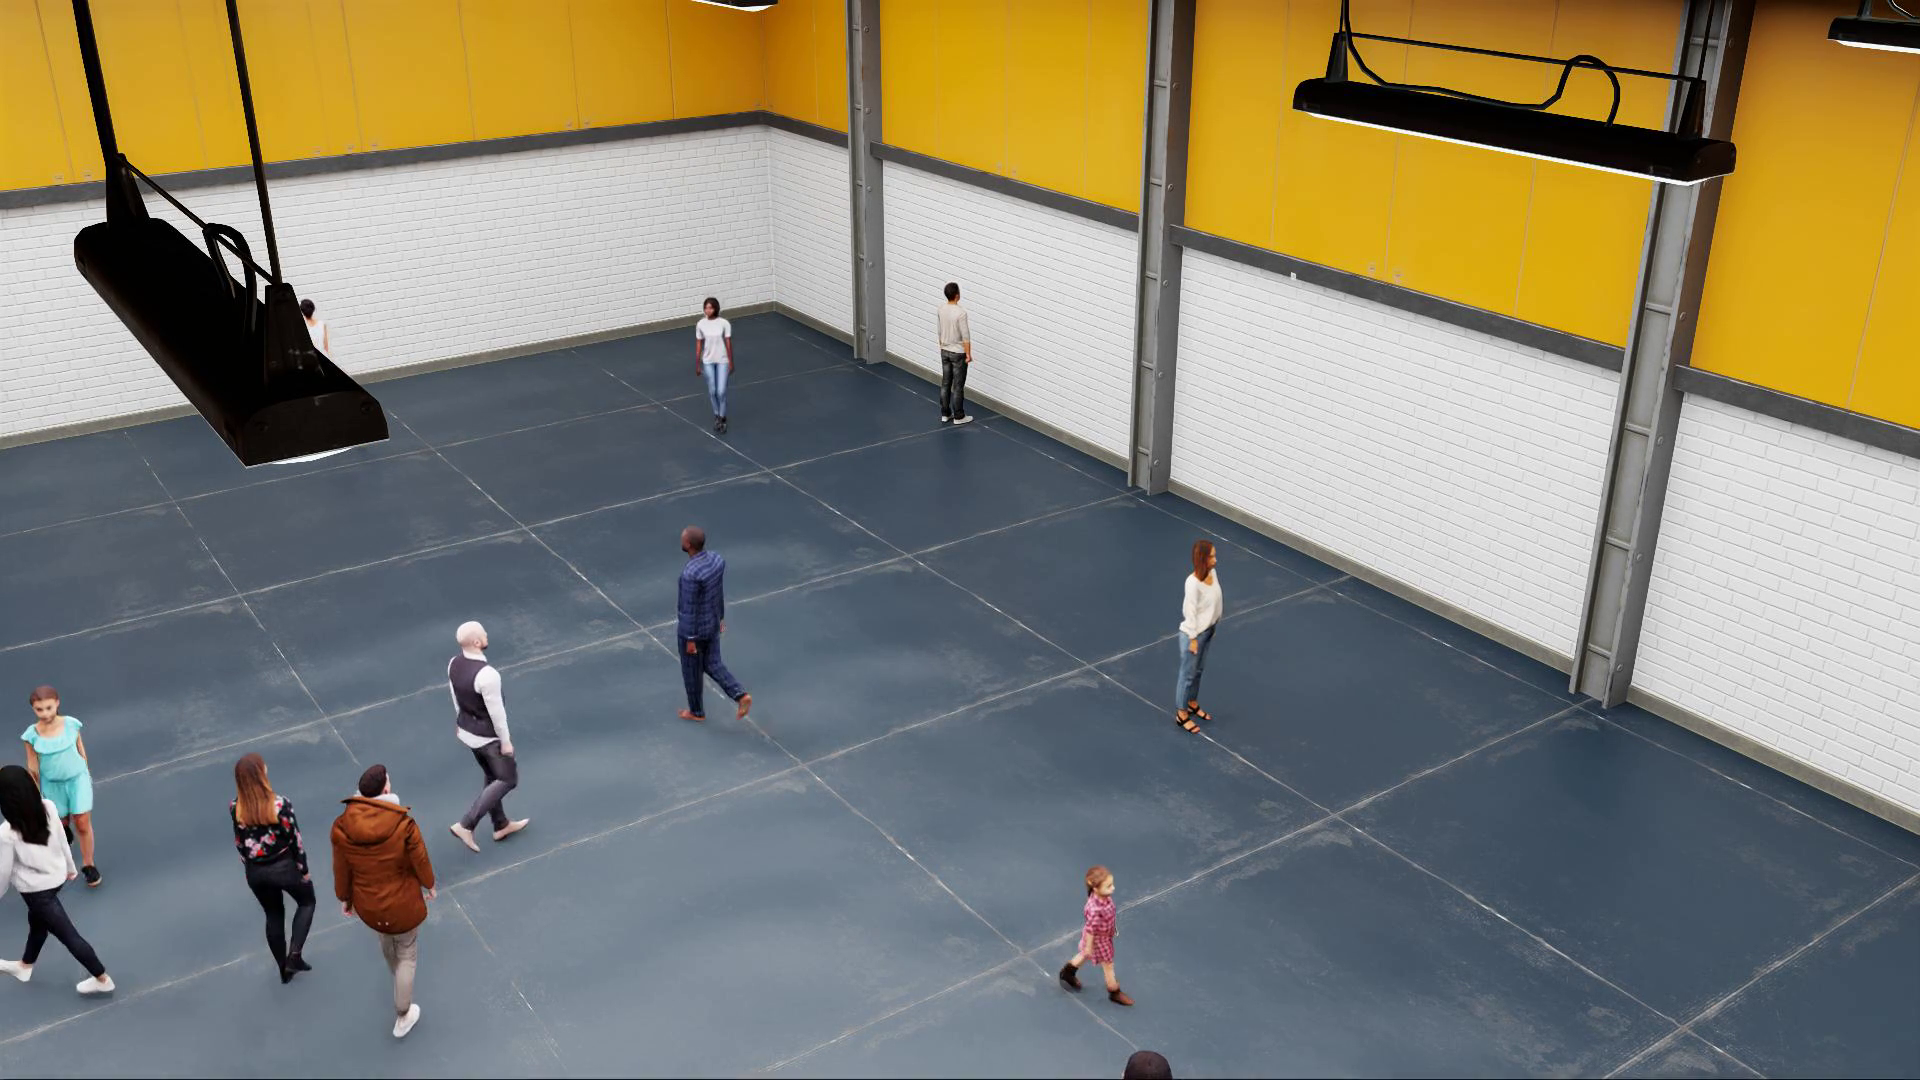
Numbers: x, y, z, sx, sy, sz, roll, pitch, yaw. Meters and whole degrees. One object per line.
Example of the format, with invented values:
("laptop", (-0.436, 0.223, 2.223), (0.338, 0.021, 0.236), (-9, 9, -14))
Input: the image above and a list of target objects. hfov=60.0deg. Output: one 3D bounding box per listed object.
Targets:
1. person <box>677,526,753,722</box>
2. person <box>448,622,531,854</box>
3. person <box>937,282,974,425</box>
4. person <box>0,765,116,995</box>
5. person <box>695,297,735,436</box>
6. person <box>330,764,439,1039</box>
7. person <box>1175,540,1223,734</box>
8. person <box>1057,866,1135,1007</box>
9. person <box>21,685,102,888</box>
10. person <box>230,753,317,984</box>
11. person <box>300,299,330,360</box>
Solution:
("person", (-2.082, 0.749, 13.769), (1.078, 1.799, 0.926), (12, 26, 25))
("person", (-3.516, 1.468, 12.110), (0.943, 1.811, 0.900), (19, 30, 37))
("person", (-0.082, -2.350, 20.843), (0.584, 1.811, 0.763), (18, 30, 36))
("person", (-5.755, 2.218, 10.586), (1.079, 1.657, 1.056), (2, 24, 5))
("person", (-3.004, -2.190, 20.608), (0.779, 1.707, 0.840), (2, 24, 6))
("person", (-3.560, 2.272, 10.277), (1.018, 1.807, 1.105), (1, 24, 2))
("person", (1.973, 0.770, 13.867), (0.670, 1.683, 0.686), (14, 27, 30))
("person", (0.850, 2.514, 10.714), (0.793, 1.013, 0.679), (8, 25, 17))
("person", (-6.416, 1.705, 11.907), (0.580, 1.540, 0.936), (-14, 27, -29))
("person", (-4.438, 2.163, 10.693), (0.717, 1.672, 0.760), (1, 24, 1))
("person", (-8.031, -2.203, 20.774), (0.608, 1.598, 0.611), (-20, 31, -38))
